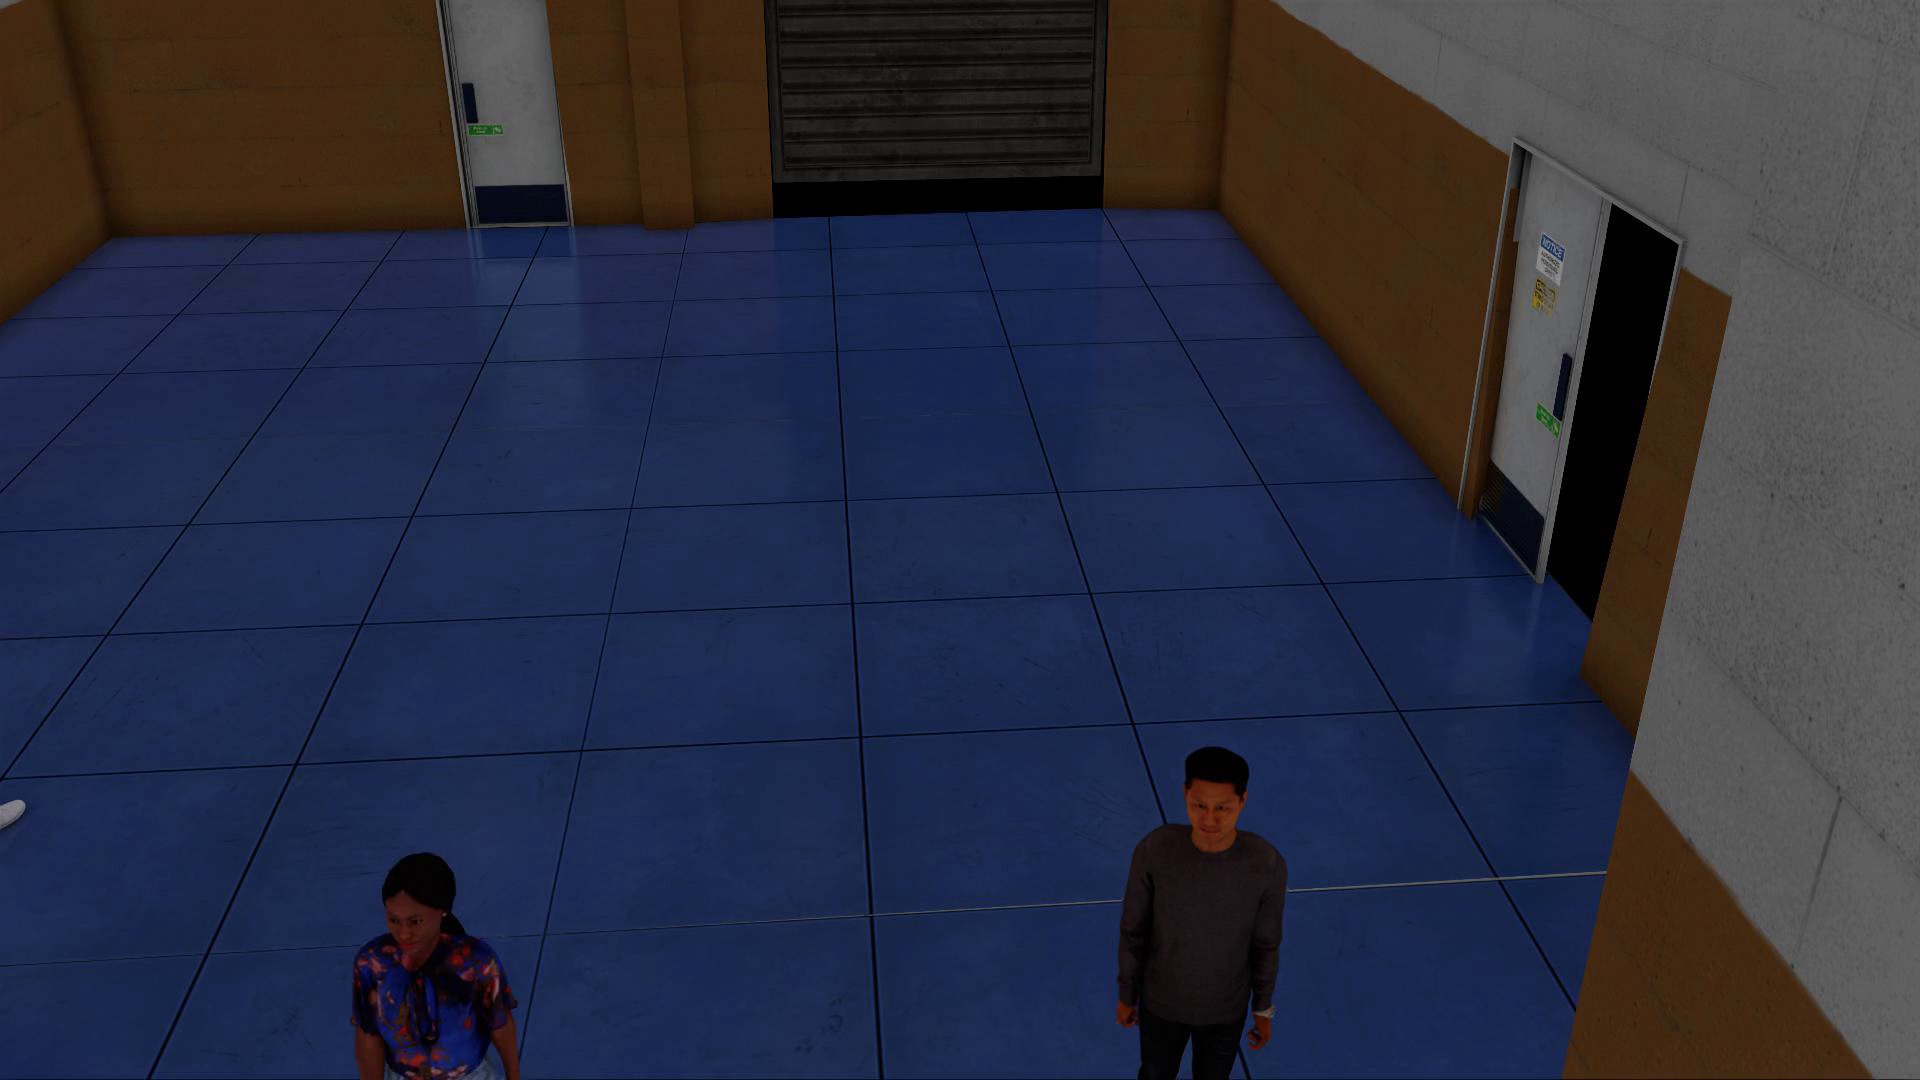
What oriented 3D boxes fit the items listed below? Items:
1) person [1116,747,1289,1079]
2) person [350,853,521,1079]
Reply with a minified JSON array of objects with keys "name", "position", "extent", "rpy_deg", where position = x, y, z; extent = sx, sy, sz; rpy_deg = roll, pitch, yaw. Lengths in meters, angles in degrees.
[{"name":"person","position":[0.739,1.407,5.195],"extent":[0.555,1.768,0.753],"rpy_deg":[-13,30,-24]},{"name":"person","position":[-1.475,1.600,4.895],"extent":[1.160,1.695,0.766],"rpy_deg":[1,27,2]}]
